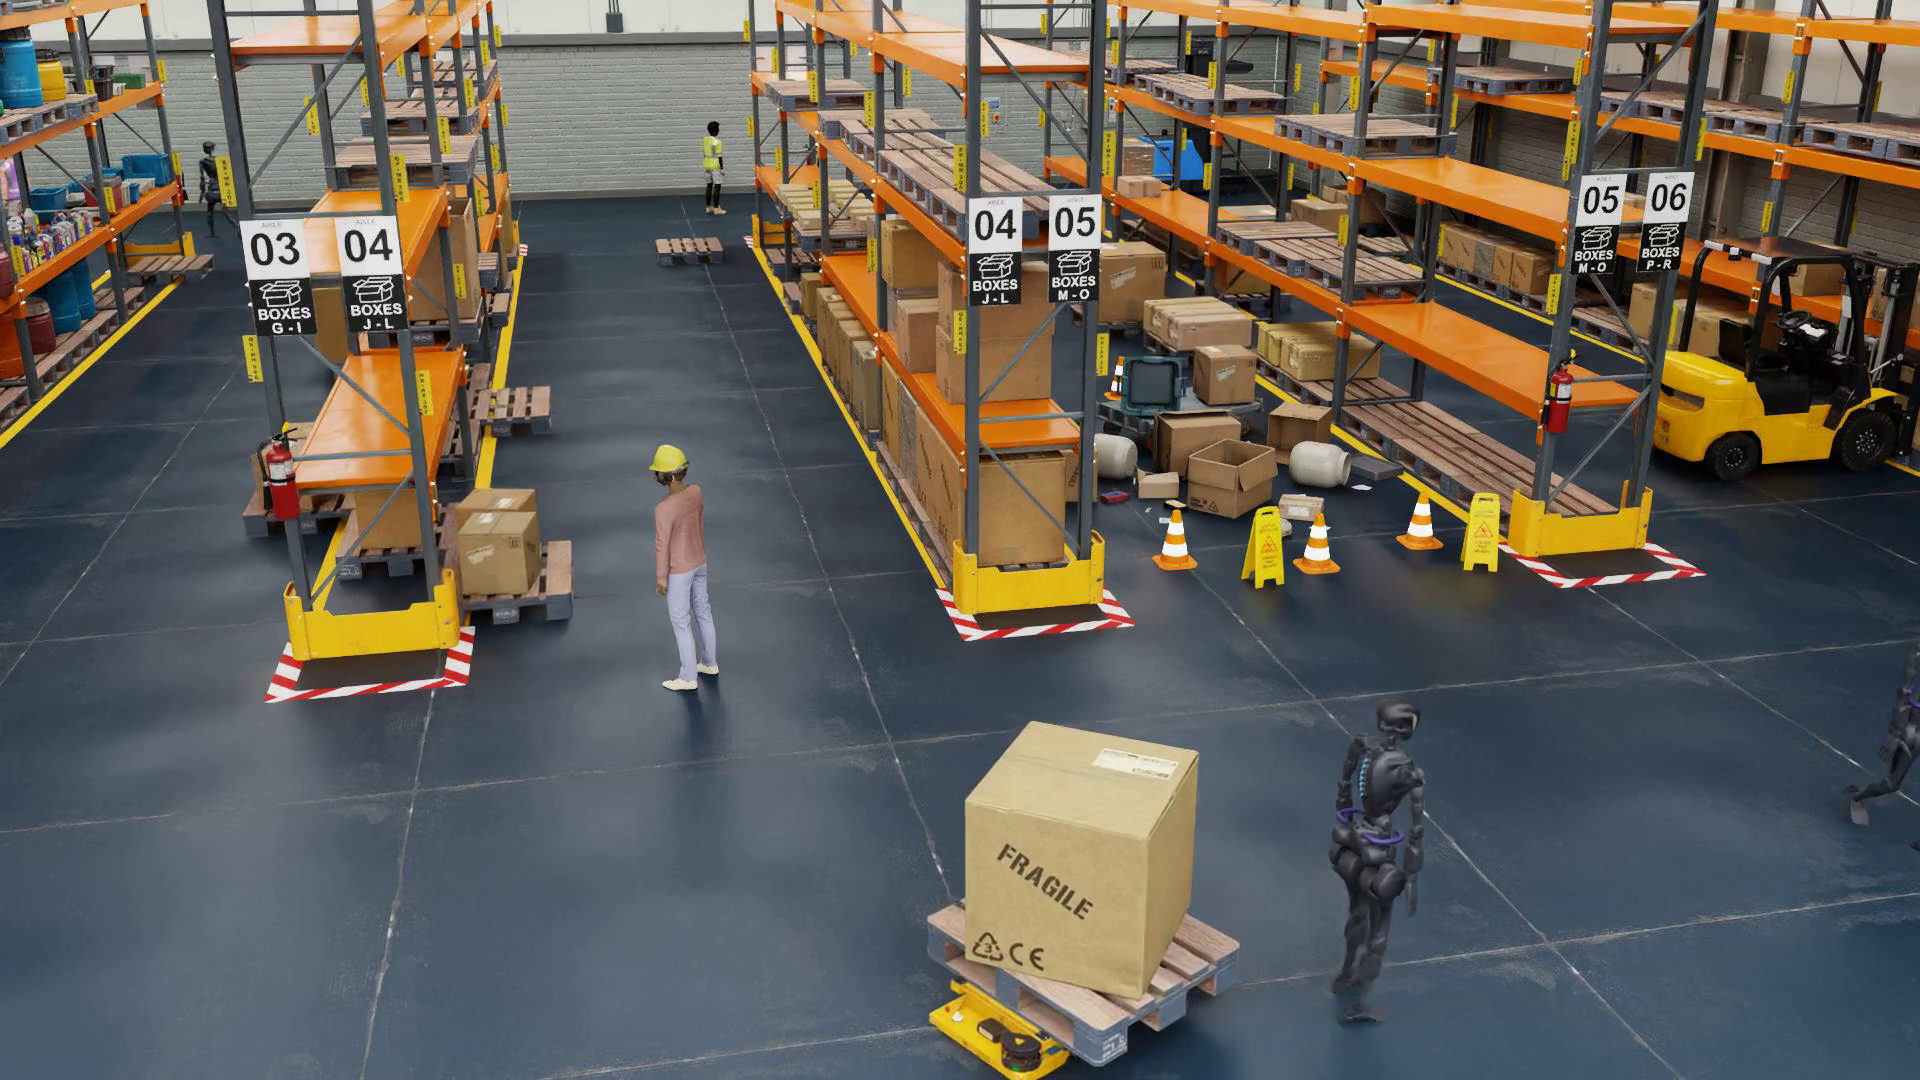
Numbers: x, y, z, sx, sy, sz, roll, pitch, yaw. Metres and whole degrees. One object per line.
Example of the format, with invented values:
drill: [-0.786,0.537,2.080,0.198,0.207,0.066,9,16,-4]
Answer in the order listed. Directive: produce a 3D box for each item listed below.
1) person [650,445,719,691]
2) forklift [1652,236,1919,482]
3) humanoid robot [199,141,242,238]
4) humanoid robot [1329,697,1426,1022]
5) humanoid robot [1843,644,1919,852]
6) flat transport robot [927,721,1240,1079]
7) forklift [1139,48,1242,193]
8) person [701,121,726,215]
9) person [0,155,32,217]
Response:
person: [-1.949,0.188,11.563,0.339,1.760,0.522,9,22,23]
forklift: [8.013,-1.814,16.330,2.313,2.155,1.214,-4,21,-12]
humanoid robot: [-12.581,-5.928,28.180,0.704,1.636,0.588,7,22,18]
humanoid robot: [1.994,1.523,8.092,0.478,1.644,0.611,-11,23,-27]
humanoid robot: [5.531,1.002,9.534,0.612,1.621,0.682,-3,21,-9]
flat transport robot: [0.609,2.204,8.268,1.431,0.231,0.659,-17,26,-39]
forklift: [4.566,-8.313,32.860,1.873,2.768,1.129,-4,21,-12]
person: [-4.527,-6.838,30.577,0.537,1.686,0.321,18,27,39]
person: [-15.369,-5.566,27.157,0.349,1.688,0.489,11,23,27]
